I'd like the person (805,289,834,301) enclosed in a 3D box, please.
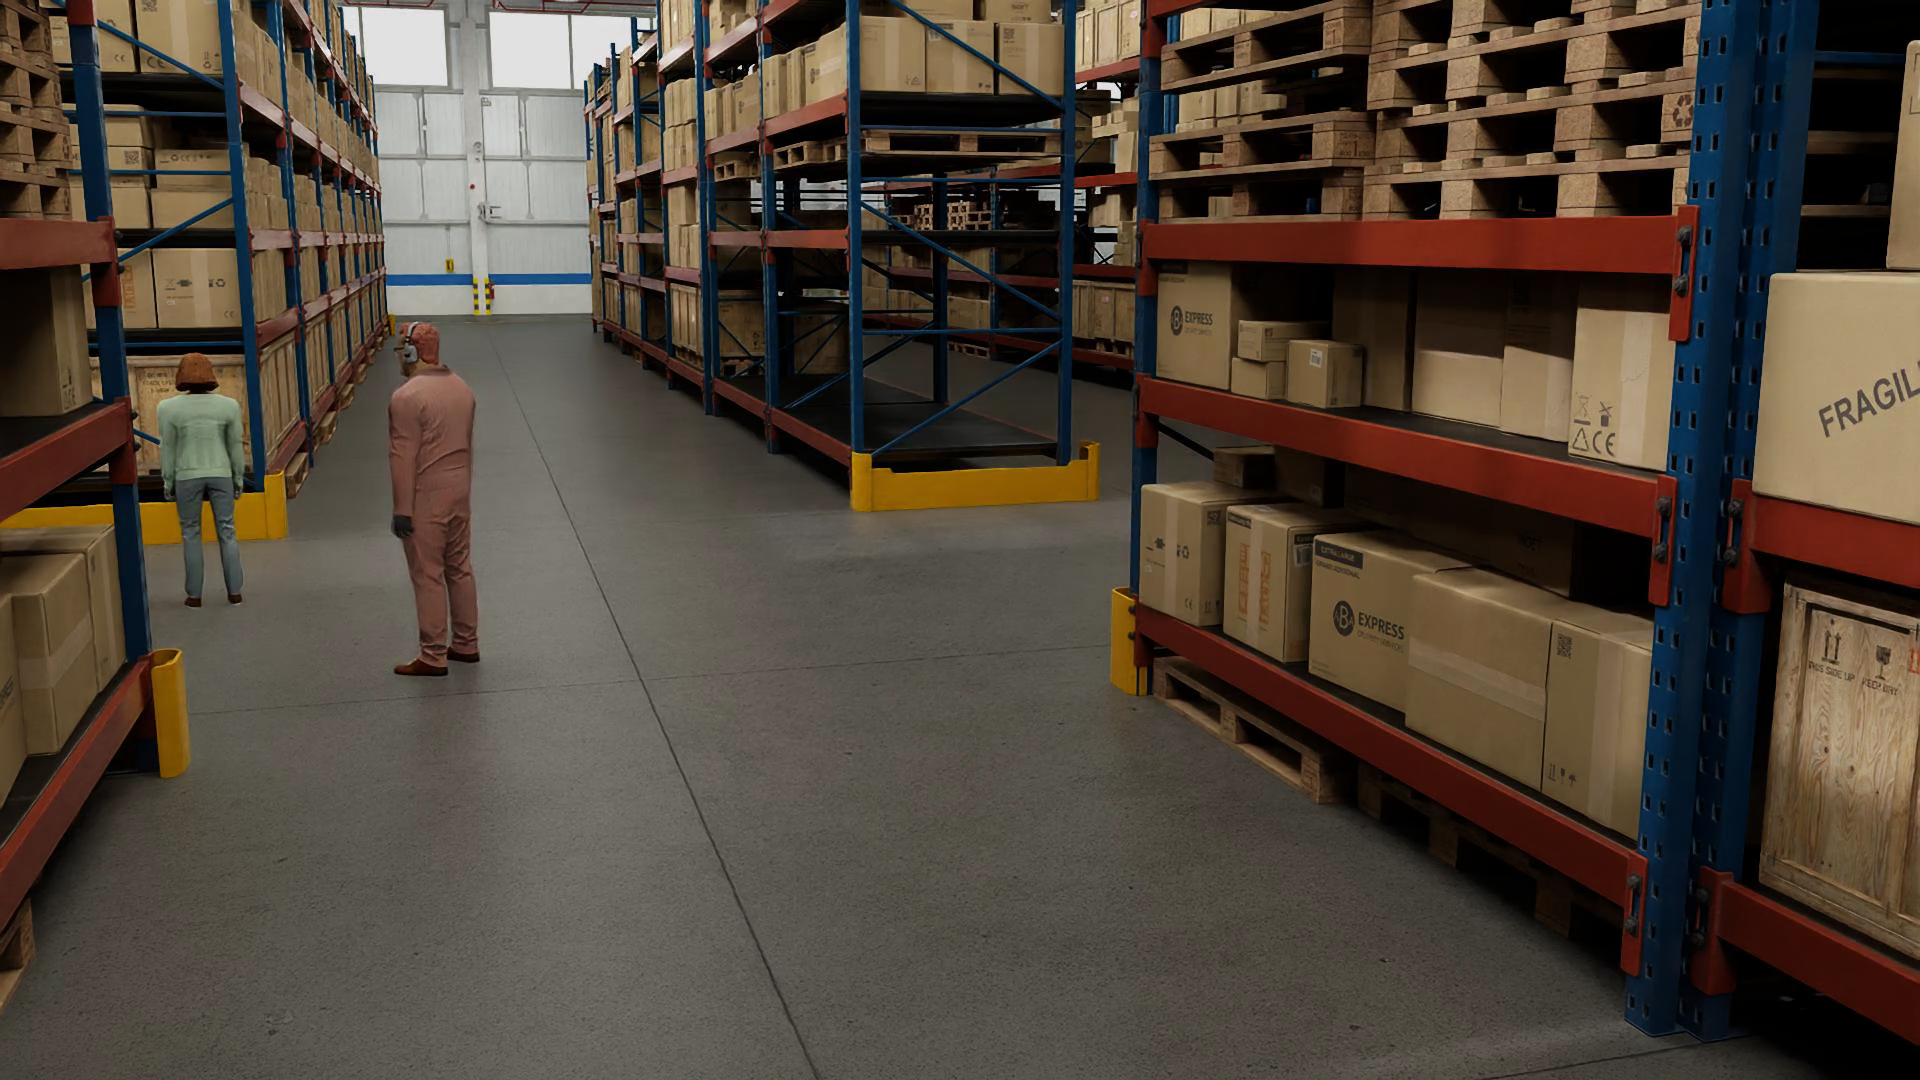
[{"bbox_3d":[-3.018,-5.169,35.905,0.622,1.968,0.802,-2,10,-8],"label":"person"}]

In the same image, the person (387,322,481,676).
[{"bbox_3d":[-2.868,-0.220,8.980,0.400,1.899,0.649,3,11,16],"label":"person"}]

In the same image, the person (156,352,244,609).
[{"bbox_3d":[-4.803,-0.374,10.567,0.494,1.624,0.279,-7,13,-35],"label":"person"}]
